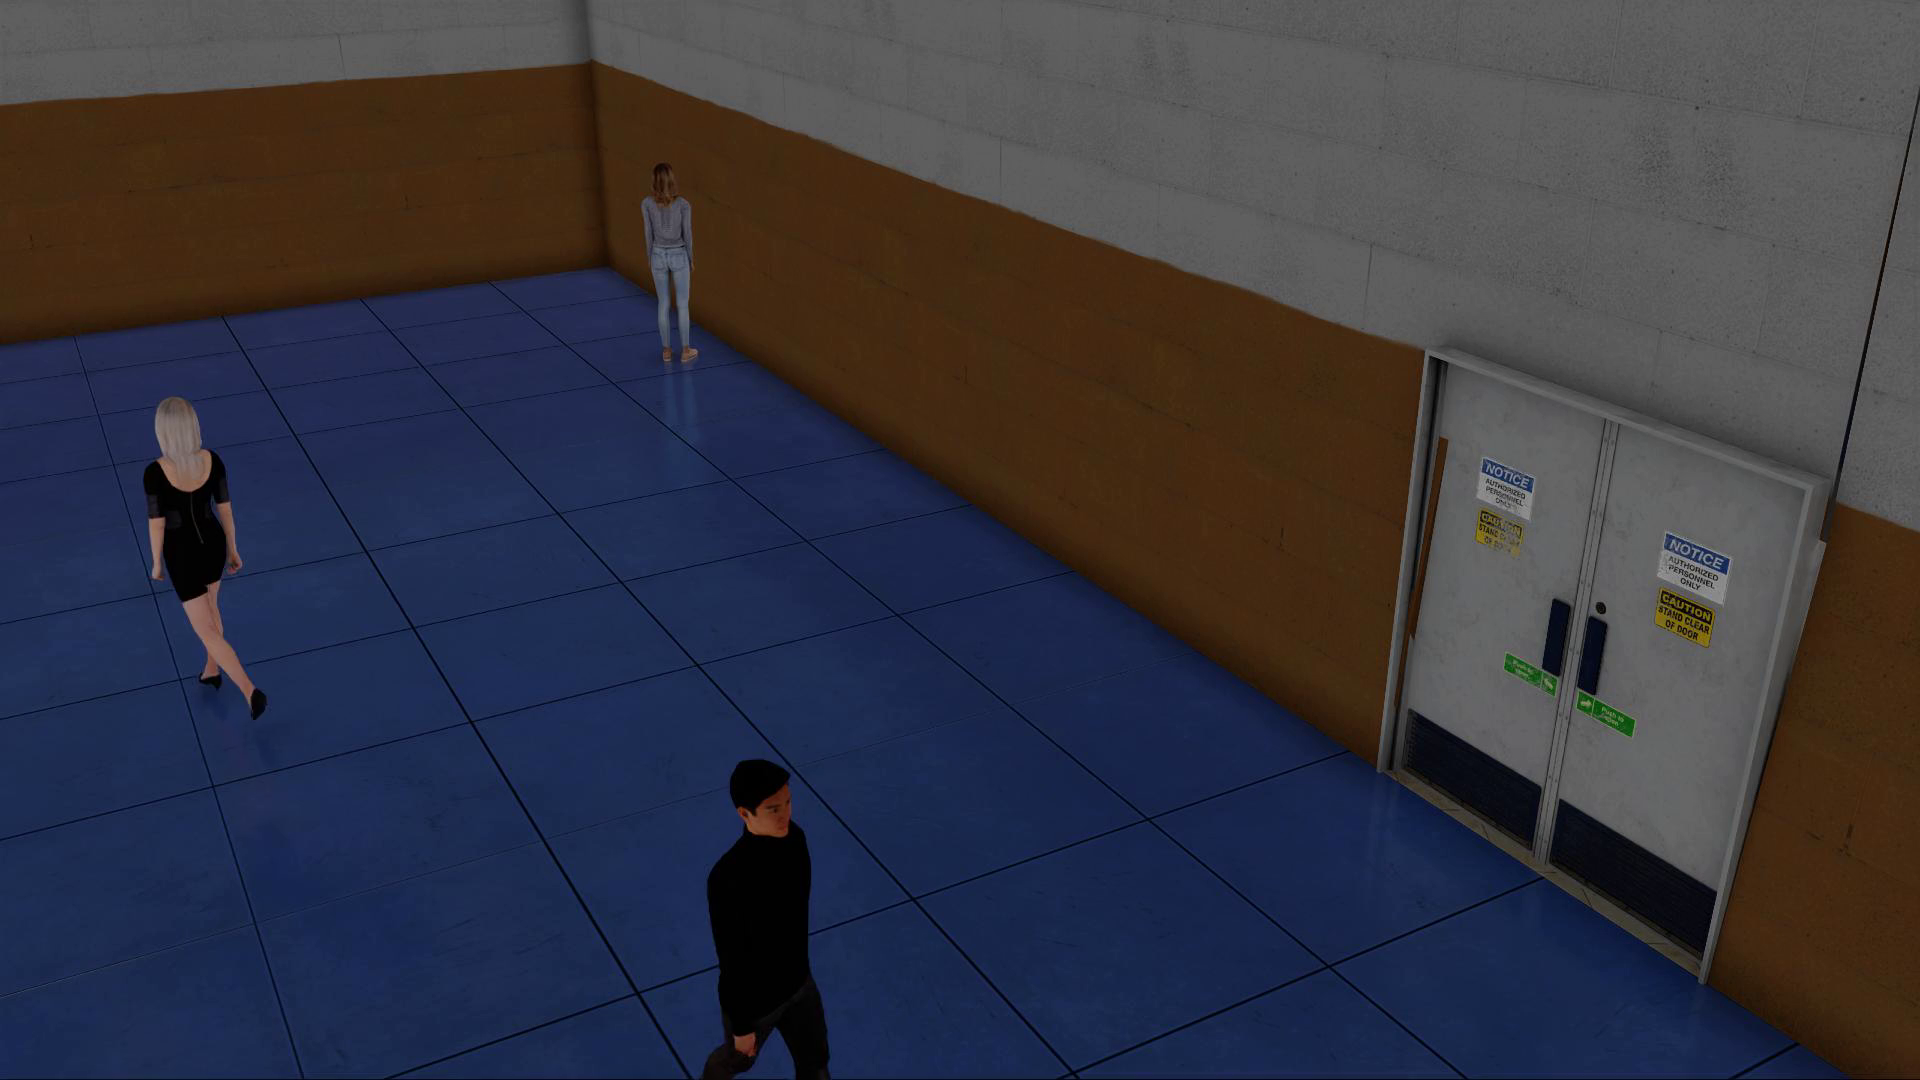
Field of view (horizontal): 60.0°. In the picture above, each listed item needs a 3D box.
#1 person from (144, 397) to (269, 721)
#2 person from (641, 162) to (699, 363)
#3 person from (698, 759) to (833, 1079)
[{"bbox_3d":[-4.039,0.148,8.903,0.928,1.795,1.145,17,29,34],"label":"person"},{"bbox_3d":[-2.599,-2.489,14.926,0.626,1.796,0.727,2,24,3],"label":"person"},{"bbox_3d":[-0.745,1.527,5.886,1.000,1.686,1.127,16,28,32],"label":"person"}]
